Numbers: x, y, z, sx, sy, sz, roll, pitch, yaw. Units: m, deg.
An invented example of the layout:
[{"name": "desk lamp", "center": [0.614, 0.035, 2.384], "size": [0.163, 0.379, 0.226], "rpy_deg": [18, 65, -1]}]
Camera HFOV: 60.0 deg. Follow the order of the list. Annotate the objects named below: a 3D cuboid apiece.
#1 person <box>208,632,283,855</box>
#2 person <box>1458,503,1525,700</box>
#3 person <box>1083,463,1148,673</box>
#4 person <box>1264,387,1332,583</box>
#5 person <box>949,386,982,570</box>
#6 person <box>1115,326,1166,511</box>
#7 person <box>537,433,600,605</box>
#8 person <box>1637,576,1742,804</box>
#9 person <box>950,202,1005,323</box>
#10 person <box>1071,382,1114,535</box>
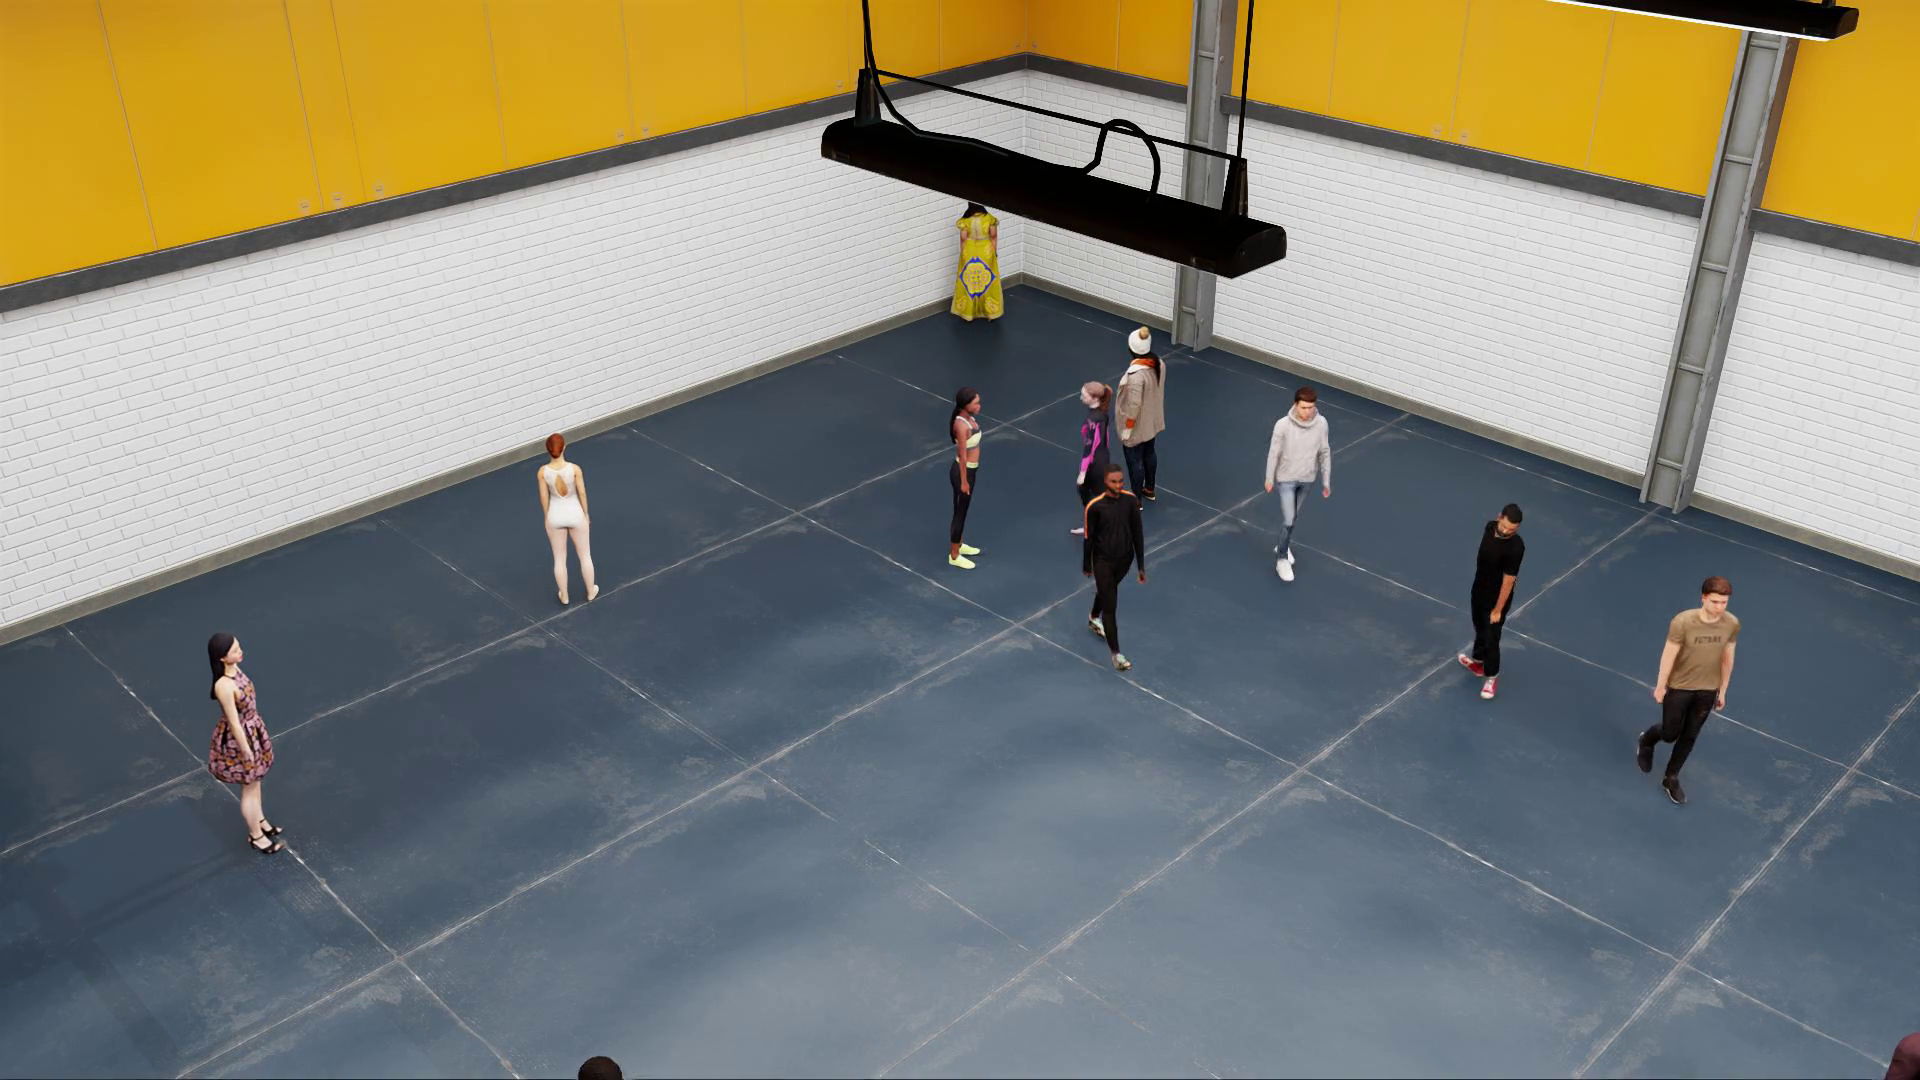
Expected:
[{"name": "person", "center": [-4.987, 1.410, 11.595], "size": [0.843, 1.775, 0.752], "rpy_deg": [-9, 30, -17]}, {"name": "person", "center": [4.314, 0.408, 13.481], "size": [0.902, 1.728, 0.738], "rpy_deg": [1, 29, 1]}, {"name": "person", "center": [1.233, 0.146, 13.941], "size": [0.959, 1.748, 1.294], "rpy_deg": [-11, 31, -20]}, {"name": "person", "center": [3.048, -0.614, 15.252], "size": [0.931, 1.826, 1.048], "rpy_deg": [-8, 30, -15]}, {"name": "person", "center": [0.027, -0.598, 15.298], "size": [0.677, 1.754, 0.646], "rpy_deg": [4, 29, 8]}, {"name": "person", "center": [1.779, -1.213, 16.272], "size": [0.715, 1.900, 0.741], "rpy_deg": [18, 34, 30]}, {"name": "person", "center": [-3.472, -0.188, 14.661], "size": [0.622, 1.643, 0.646], "rpy_deg": [-5, 29, -9]}, {"name": "person", "center": [5.347, 1.029, 12.224], "size": [0.913, 1.840, 0.977], "rpy_deg": [0, 29, -1]}, {"name": "person", "center": [0.228, -3.538, 20.786], "size": [0.998, 1.660, 1.054], "rpy_deg": [-1, 29, -1]}, {"name": "person", "center": [1.315, -0.703, 15.530], "size": [0.816, 1.717, 0.754], "rpy_deg": [13, 31, 22]}]
